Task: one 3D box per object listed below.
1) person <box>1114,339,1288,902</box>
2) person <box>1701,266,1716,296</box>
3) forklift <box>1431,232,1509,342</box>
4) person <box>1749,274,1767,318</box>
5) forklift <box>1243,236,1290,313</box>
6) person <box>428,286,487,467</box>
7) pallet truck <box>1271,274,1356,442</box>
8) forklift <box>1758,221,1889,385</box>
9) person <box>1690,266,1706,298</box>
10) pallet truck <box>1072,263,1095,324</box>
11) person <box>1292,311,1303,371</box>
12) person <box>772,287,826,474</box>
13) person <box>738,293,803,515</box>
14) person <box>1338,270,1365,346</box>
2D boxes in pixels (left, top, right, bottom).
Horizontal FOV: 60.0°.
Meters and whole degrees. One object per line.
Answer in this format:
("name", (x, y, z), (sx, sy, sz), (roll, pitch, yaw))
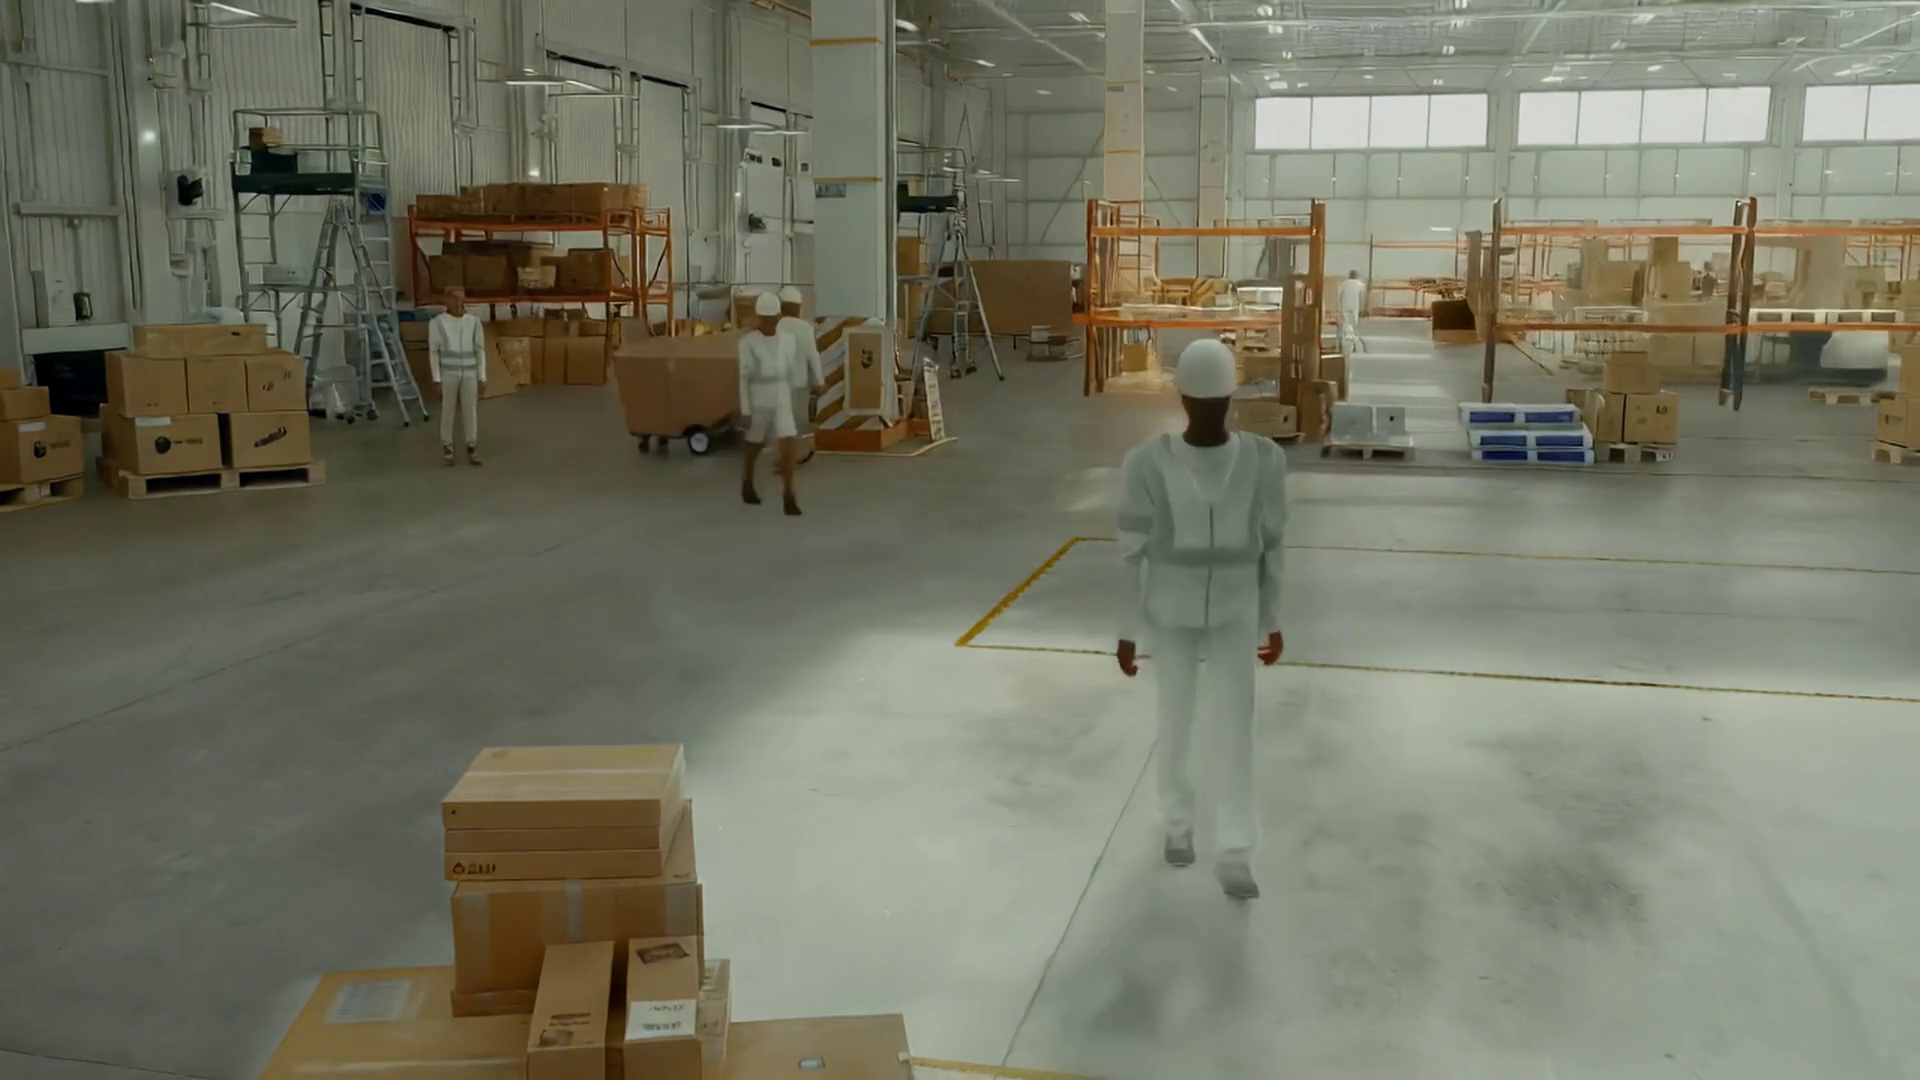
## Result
("person", (0.836, 0.273, 5.697), (0.611, 1.890, 0.869), (0, 10, 1))
("person", (22.869, -7.407, 50.840), (0.374, 1.931, 0.623), (5, 11, 25))
("forklift", (13.184, -6.527, 42.836), (1.873, 2.768, 1.129), (2, 10, 14))
("person", (24.686, -7.400, 51.514), (0.543, 1.667, 0.704), (5, 11, 27))
("forklift", (9.734, -7.924, 51.058), (1.873, 2.768, 1.129), (-2, 10, -14))
("person", (-5.236, -1.703, 17.361), (0.587, 1.882, 0.342), (-6, 11, -32))
("pallet truck", (3.653, -2.138, 19.590), (1.885, 1.965, 0.823), (-4, 10, -20))
("forklift", (14.837, -4.095, 28.515), (1.873, 2.768, 1.129), (2, 10, 14))
("person", (22.661, -7.428, 51.064), (0.565, 1.933, 0.435), (6, 12, 33))
("pallet truck", (4.325, -8.180, 55.162), (0.823, 1.965, 1.885), (6, 11, 31))
("person", (6.609, -4.100, 31.926), (0.335, 1.735, 0.484), (6, 12, 33))
("person", (-1.700, -1.630, 16.961), (0.592, 1.876, 0.989), (6, 11, 30))
("person", (-1.674, -1.190, 14.358), (0.544, 1.890, 1.006), (-5, 11, -28))
("person", (9.475, -5.596, 40.314), (0.633, 1.887, 1.030), (2, 10, 13))
